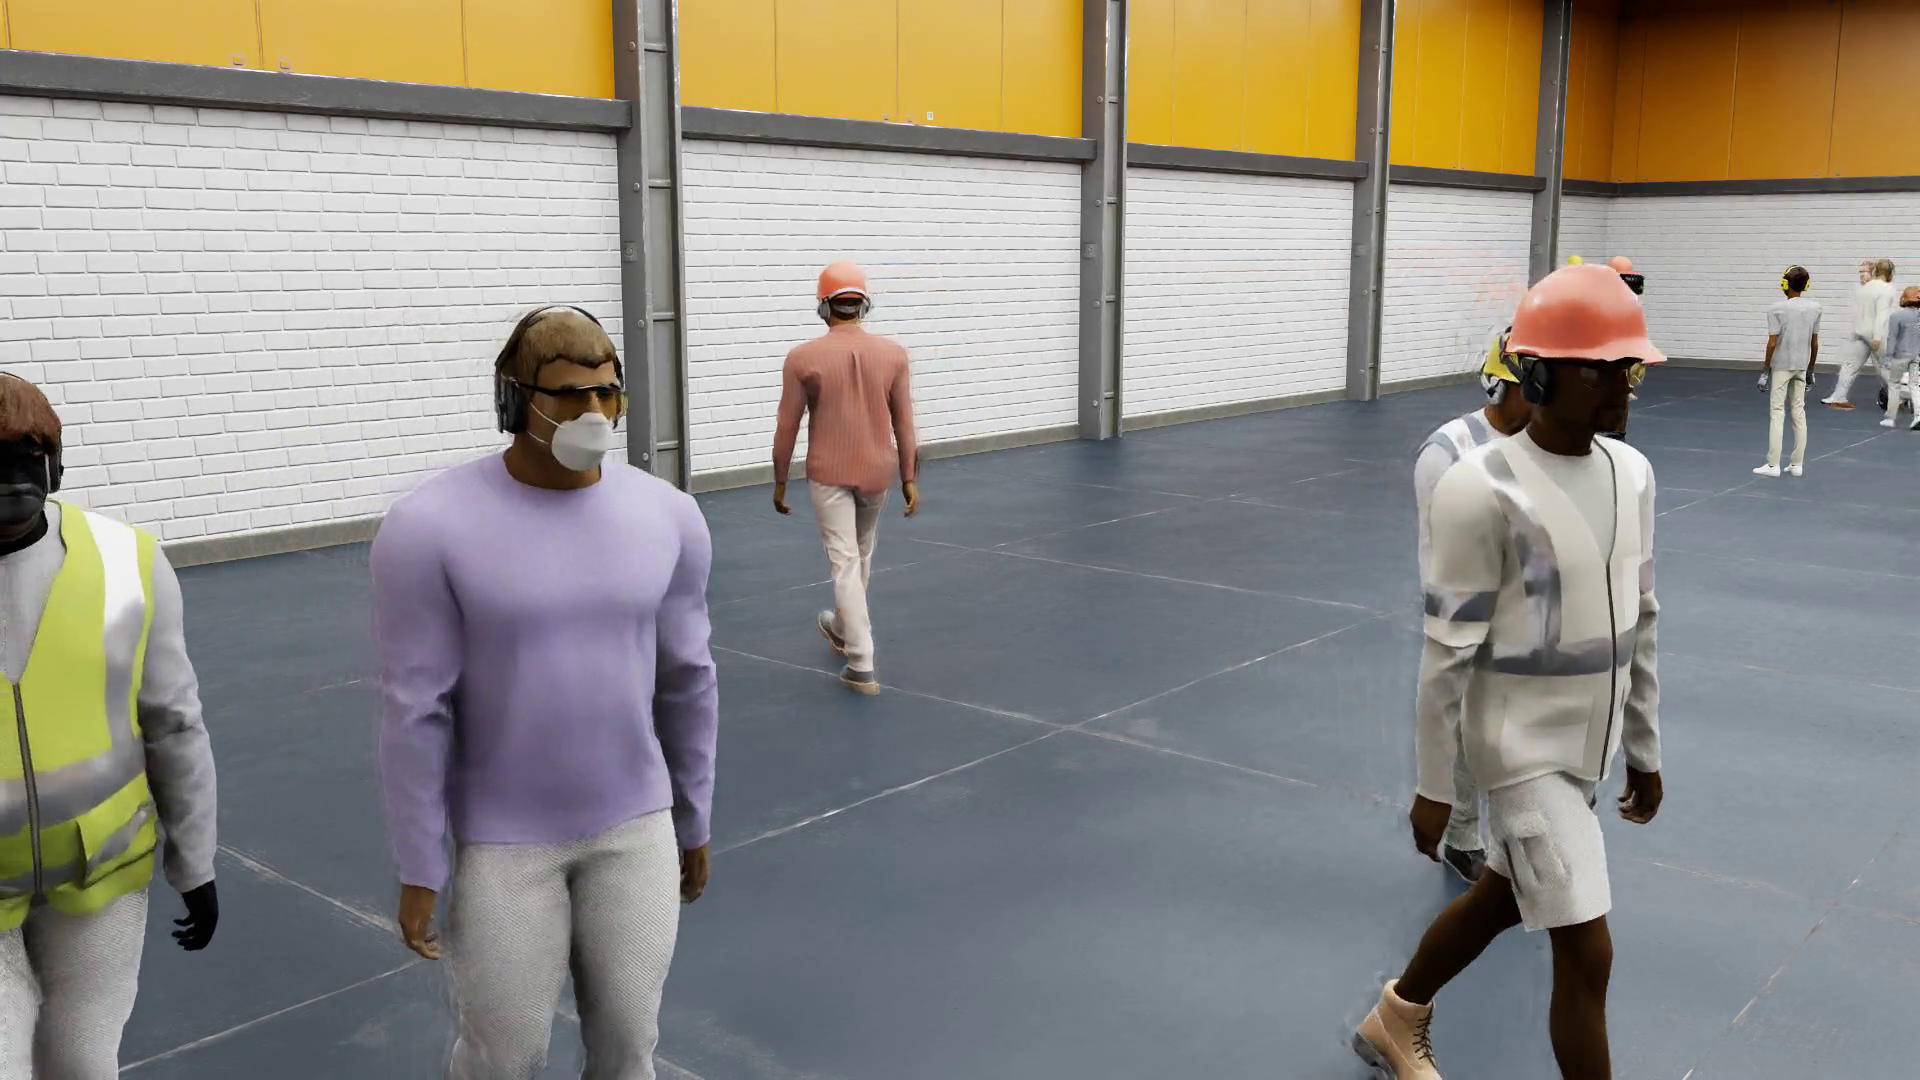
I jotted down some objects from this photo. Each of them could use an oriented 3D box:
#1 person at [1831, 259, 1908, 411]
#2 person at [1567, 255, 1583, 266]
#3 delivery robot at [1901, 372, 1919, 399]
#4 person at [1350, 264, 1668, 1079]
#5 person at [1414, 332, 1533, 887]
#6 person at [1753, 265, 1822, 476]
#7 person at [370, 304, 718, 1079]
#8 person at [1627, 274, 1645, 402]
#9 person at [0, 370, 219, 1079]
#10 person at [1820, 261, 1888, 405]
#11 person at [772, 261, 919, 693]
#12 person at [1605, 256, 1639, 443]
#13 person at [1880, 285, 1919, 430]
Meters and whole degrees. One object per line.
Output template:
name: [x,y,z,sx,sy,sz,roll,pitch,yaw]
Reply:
person: [11.391,-2.526,20.631,1.035,1.871,0.652,0,10,-2]
person: [8.692,-3.075,23.617,0.594,1.922,0.386,-2,10,-9]
delivery robot: [11.818,-1.910,20.619,0.477,0.478,0.707,1,10,4]
person: [1.227,0.415,3.558,0.621,1.999,1.025,-7,12,-35]
person: [1.685,0.231,5.132,0.615,1.805,0.537,-3,10,-17]
person: [7.362,-1.497,14.790,0.510,1.872,0.328,-1,10,-7]
person: [-0.752,0.528,3.100,0.644,1.927,0.633,-6,12,-32]
person: [8.803,-2.630,21.791,0.484,1.683,0.540,4,11,20]
person: [-1.599,0.623,2.868,0.649,1.817,0.638,-8,13,-40]
person: [11.726,-2.659,21.458,0.989,1.865,0.650,-2,10,-13]
person: [-0.584,-0.318,7.838,0.652,1.946,0.981,-5,11,-25]
person: [6.550,-1.858,16.644,0.355,1.941,0.544,8,13,39]
person: [10.621,-2.043,18.628,0.514,1.617,0.613,1,10,4]
